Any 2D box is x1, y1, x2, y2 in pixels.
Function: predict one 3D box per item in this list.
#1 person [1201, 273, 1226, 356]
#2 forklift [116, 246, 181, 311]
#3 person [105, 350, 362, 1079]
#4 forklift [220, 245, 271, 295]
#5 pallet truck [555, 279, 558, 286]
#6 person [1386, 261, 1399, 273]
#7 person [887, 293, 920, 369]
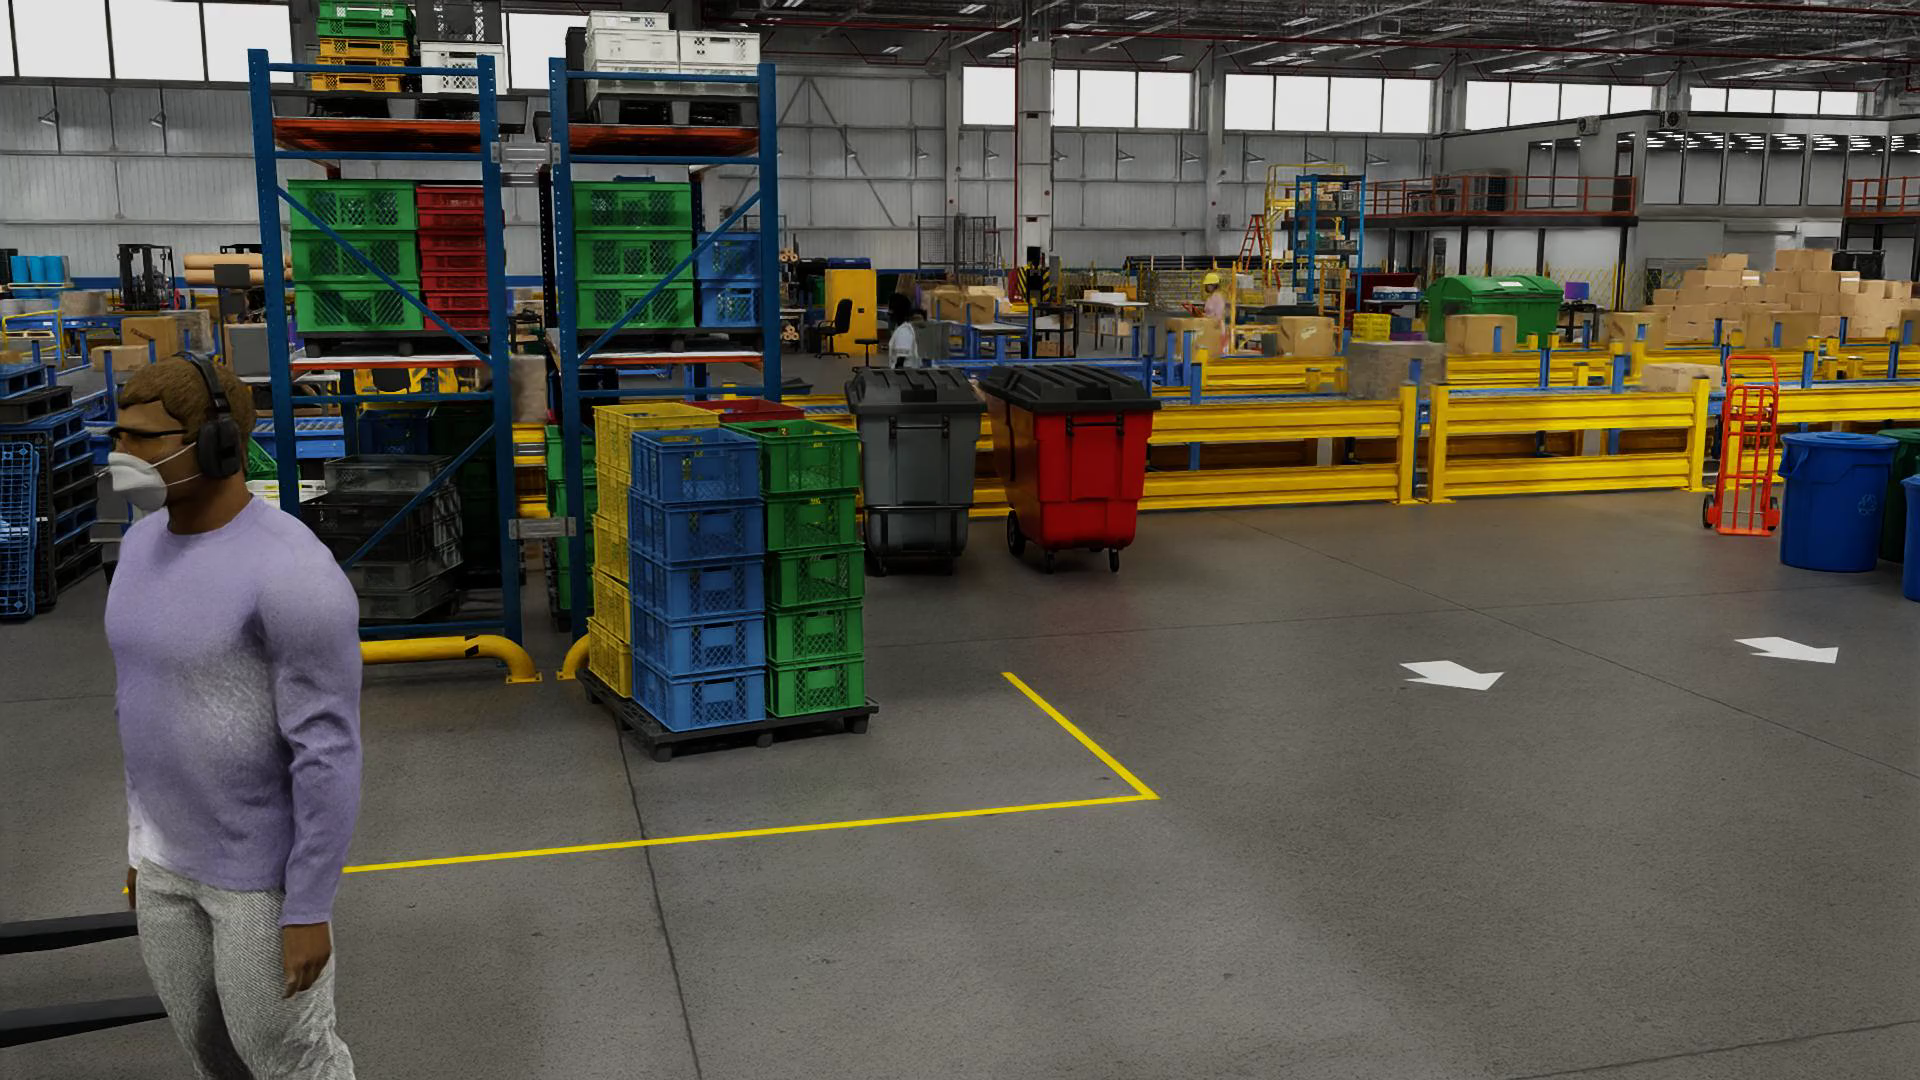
[{"bbox_3d":[3.568,-2.955,23.914,0.658,1.746,0.527,-4,11,-20],"label":"person"},{"bbox_3d":[-19.966,-6.232,40.894,1.157,1.987,2.680,-3,10,-15],"label":"forklift"},{"bbox_3d":[-1.363,0.618,3.118,0.627,1.941,0.370,7,12,34],"label":"person"},{"bbox_3d":[-17.749,-6.334,41.440,1.157,1.987,2.680,-3,10,-17],"label":"forklift"},{"bbox_3d":[-10.604,-6.375,44.520,0.653,1.274,1.630,-3,10,-15],"label":"pallet truck"},{"bbox_3d":[16.163,-9.818,62.360,0.573,1.886,0.357,-3,10,-16],"label":"person"},{"bbox_3d":[-0.666,-1.552,16.165,0.817,1.657,0.557,-1,10,-8],"label":"person"}]
